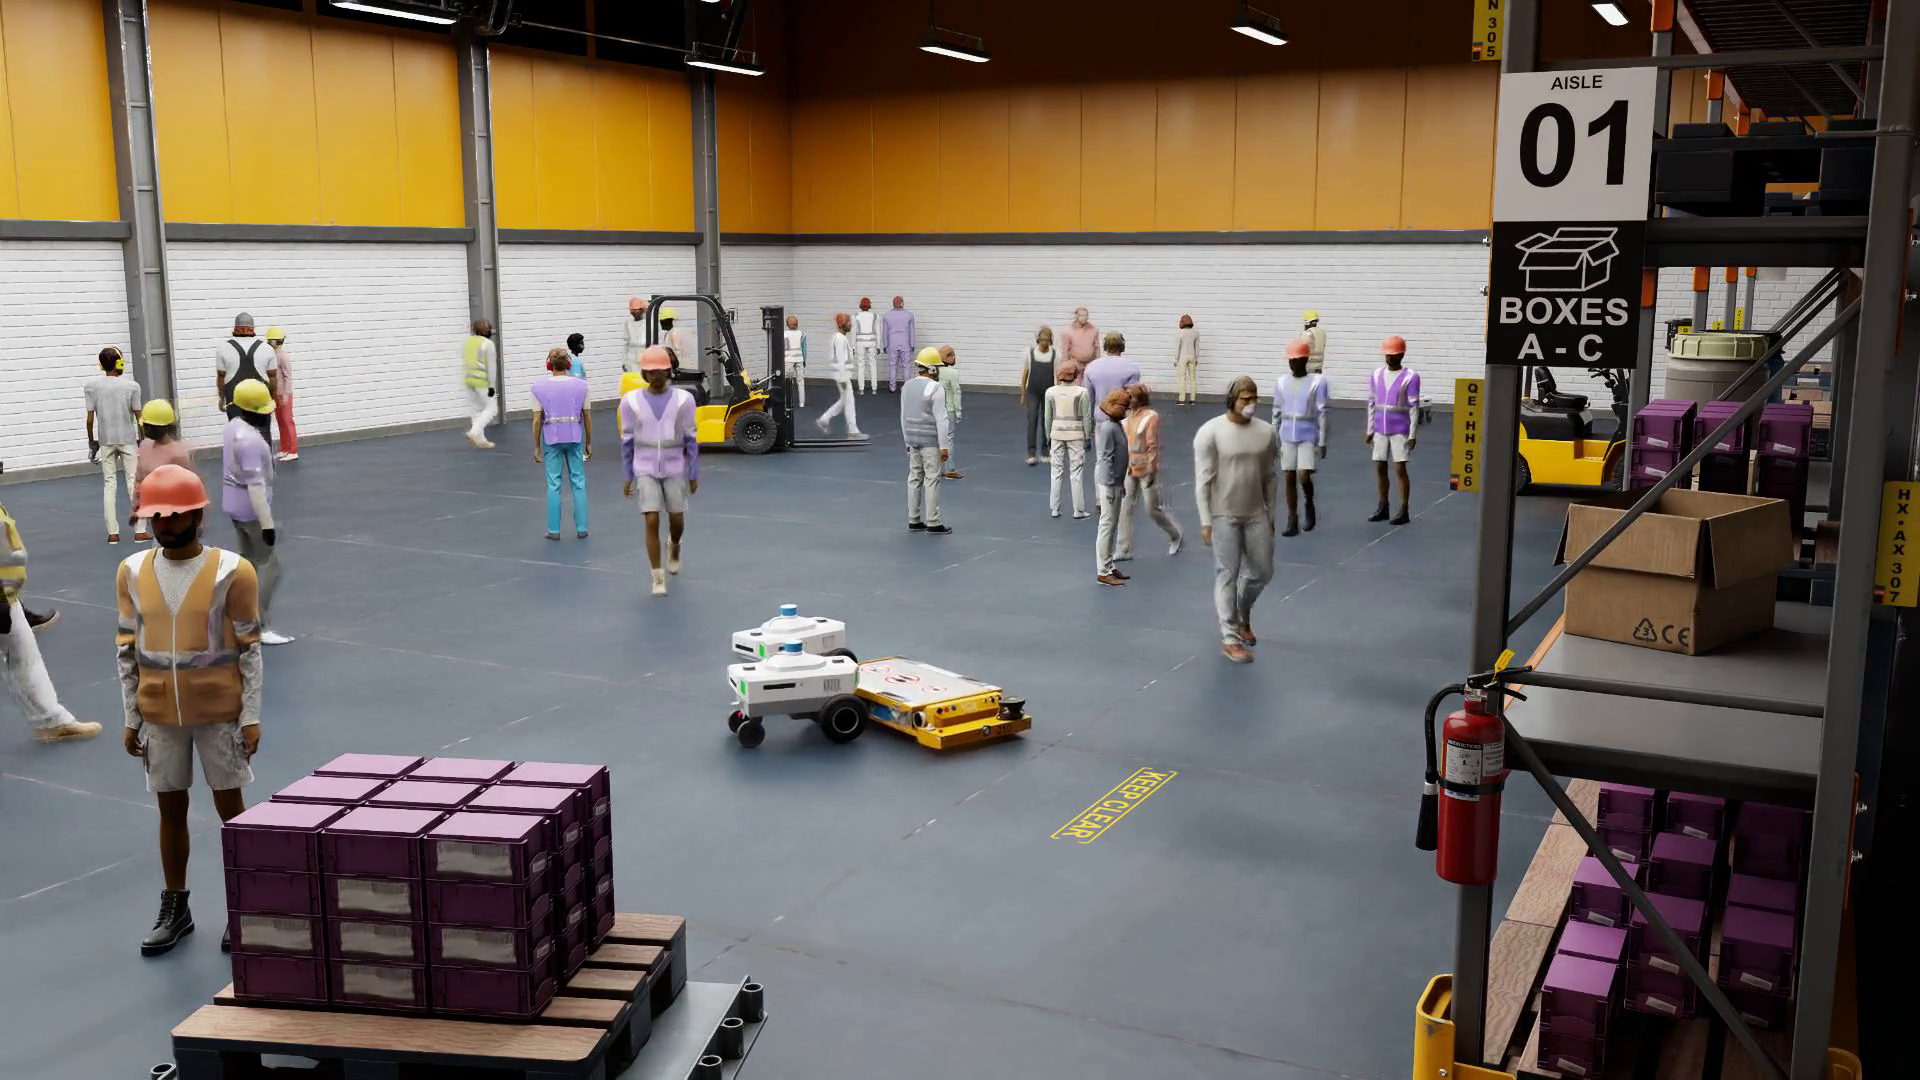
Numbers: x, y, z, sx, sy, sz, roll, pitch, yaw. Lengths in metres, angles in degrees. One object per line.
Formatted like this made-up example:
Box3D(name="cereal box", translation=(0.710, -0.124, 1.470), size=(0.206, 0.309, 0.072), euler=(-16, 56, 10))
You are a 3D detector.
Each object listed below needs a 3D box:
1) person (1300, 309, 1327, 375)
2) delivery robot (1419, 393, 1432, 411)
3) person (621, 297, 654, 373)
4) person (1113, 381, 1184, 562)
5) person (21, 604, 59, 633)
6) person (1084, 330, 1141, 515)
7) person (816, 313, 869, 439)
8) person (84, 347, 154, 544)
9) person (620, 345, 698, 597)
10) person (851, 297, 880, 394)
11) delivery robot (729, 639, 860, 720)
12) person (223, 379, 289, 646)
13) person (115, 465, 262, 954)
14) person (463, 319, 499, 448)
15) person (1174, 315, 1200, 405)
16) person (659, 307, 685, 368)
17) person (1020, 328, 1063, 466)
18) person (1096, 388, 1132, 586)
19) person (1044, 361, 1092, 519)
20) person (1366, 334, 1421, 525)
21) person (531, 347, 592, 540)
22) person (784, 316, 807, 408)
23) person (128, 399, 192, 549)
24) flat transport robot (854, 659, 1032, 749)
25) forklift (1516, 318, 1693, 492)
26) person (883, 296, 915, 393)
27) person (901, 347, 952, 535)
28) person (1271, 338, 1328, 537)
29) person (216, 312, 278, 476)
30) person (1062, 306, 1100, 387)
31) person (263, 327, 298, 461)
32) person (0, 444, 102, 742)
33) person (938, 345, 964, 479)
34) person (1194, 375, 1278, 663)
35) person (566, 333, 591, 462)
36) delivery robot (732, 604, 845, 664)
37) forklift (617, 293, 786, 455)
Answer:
Box3D(name="person", translation=(5.686, -2.821, 27.008), size=(0.592, 1.833, 0.404), euler=(-9, 13, -42))
Box3D(name="delivery robot", translation=(7.353, -2.223, 26.947), size=(0.477, 0.478, 0.707), euler=(8, 12, 41))
Box3D(name="person", translation=(-5.258, -2.962, 27.269), size=(0.630, 2.023, 0.425), euler=(2, 10, 10))
Box3D(name="person", translation=(1.671, -0.616, 14.878), size=(0.747, 1.614, 0.541), euler=(-7, 12, -34))
Box3D(name="person", translation=(-6.978, -0.212, 11.708), size=(0.606, 1.906, 0.967), euler=(8, 12, 38))
Box3D(name="person", translation=(1.583, -1.226, 17.484), size=(0.681, 1.938, 0.521), euler=(5, 11, 28))
Box3D(name="person", translation=(-1.743, -2.413, 24.544), size=(0.726, 1.866, 0.597), euler=(-1, 10, -4))
Box3D(name="person", translation=(-7.972, -0.891, 15.745), size=(0.528, 1.864, 0.315), euler=(-3, 10, -16))
Box3D(name="person", translation=(-2.437, -0.581, 13.506), size=(0.616, 2.025, 0.700), euler=(-2, 10, -11))
Box3D(name="person", translation=(-1.834, -3.767, 32.370), size=(0.582, 1.882, 0.376), euler=(-2, 10, -11))
Box3D(name="delivery robot", translation=(-0.942, 0.808, 9.424), size=(0.707, 0.478, 0.477), euler=(-3, 10, -19))
Box3D(name="person", translation=(-4.980, -0.186, 11.676), size=(0.346, 1.892, 0.624), euler=(-7, 12, -35))
Box3D(name="person", translation=(-3.016, 0.665, 6.525), size=(0.542, 1.938, 0.357), euler=(-1, 10, -6))
Box3D(name="person", translation=(-6.731, -2.173, 23.283), size=(0.647, 1.824, 0.517), euler=(7, 12, 35))
Box3D(name="person", translation=(4.098, -3.256, 30.102), size=(0.497, 1.632, 0.289), euler=(-4, 11, -21))
Box3D(name="person", translation=(-4.556, -2.649, 25.820), size=(0.812, 1.892, 0.617), euler=(-4, 10, -20))
Box3D(name="person", translation=(1.047, -1.839, 21.490), size=(0.545, 1.783, 0.925), euler=(0, 10, 2))
Box3D(name="person", translation=(1.283, -0.446, 13.832), size=(0.285, 1.633, 0.498), euler=(3, 10, 15))
Box3D(name="person", translation=(1.118, -1.033, 17.221), size=(0.511, 1.640, 0.308), euler=(4, 11, 23))
Box3D(name="person", translation=(4.380, -1.121, 16.895), size=(0.554, 1.929, 0.387), euler=(9, 14, 43))
Box3D(name="person", translation=(-3.801, -0.915, 15.922), size=(0.565, 1.849, 0.389), euler=(-4, 11, -22))
Box3D(name="person", translation=(-2.950, -3.145, 29.440), size=(0.513, 1.641, 0.307), euler=(-5, 11, -27))
Box3D(name="person", translation=(-5.675, -0.186, 12.067), size=(0.575, 1.717, 0.827), euler=(8, 13, 39))
Box3D(name="flat transport robot", translation=(-0.283, 0.928, 9.821), size=(0.652, 0.197, 1.431), euler=(-7, 12, -37))
Box3D(name="forklift", translation=(7.066, -1.601, 18.899), size=(2.313, 2.155, 1.214), euler=(5, 11, 27))
Box3D(name="person", translation=(-1.194, -3.828, 32.645), size=(0.636, 1.903, 0.404), euler=(0, 10, 0))
Box3D(name="person", translation=(-0.315, -0.967, 16.276), size=(0.403, 1.830, 0.599), euler=(-9, 13, -42))
Box3D(name="person", translation=(3.269, -0.984, 16.092), size=(0.570, 1.924, 0.421), euler=(6, 12, 32))
Box3D(name="person", translation=(-8.710, -1.773, 20.337), size=(0.693, 2.000, 0.535), euler=(-5, 11, -25))
Box3D(name="person", translation=(1.983, -2.828, 26.875), size=(0.676, 1.889, 0.425), euler=(-4, 10, -20))
Box3D(name="person", translation=(-9.018, -1.931, 22.044), size=(0.315, 1.770, 0.524), euler=(-9, 13, -43))
Box3D(name="person", translation=(-5.342, 0.300, 9.068), size=(0.971, 1.796, 0.644), euler=(-5, 11, -26))
Box3D(name="person", translation=(-0.174, -1.555, 20.256), size=(0.507, 1.633, 0.278), euler=(9, 13, 42))
Box3D(name="person", translation=(1.884, -0.151, 11.266), size=(0.651, 1.933, 0.495), euler=(-4, 11, -21))
Box3D(name="person", translation=(-5.074, -1.884, 21.968), size=(0.320, 1.698, 0.538), euler=(-4, 11, -22))
Box3D(name="delivery robot", translation=(-1.065, 0.646, 10.362), size=(0.707, 0.478, 0.477), euler=(-10, 14, -43))
Box3D(name="forklift", translation=(-3.588, -2.317, 23.042), size=(2.313, 2.155, 1.214), euler=(-1, 10, -5))
